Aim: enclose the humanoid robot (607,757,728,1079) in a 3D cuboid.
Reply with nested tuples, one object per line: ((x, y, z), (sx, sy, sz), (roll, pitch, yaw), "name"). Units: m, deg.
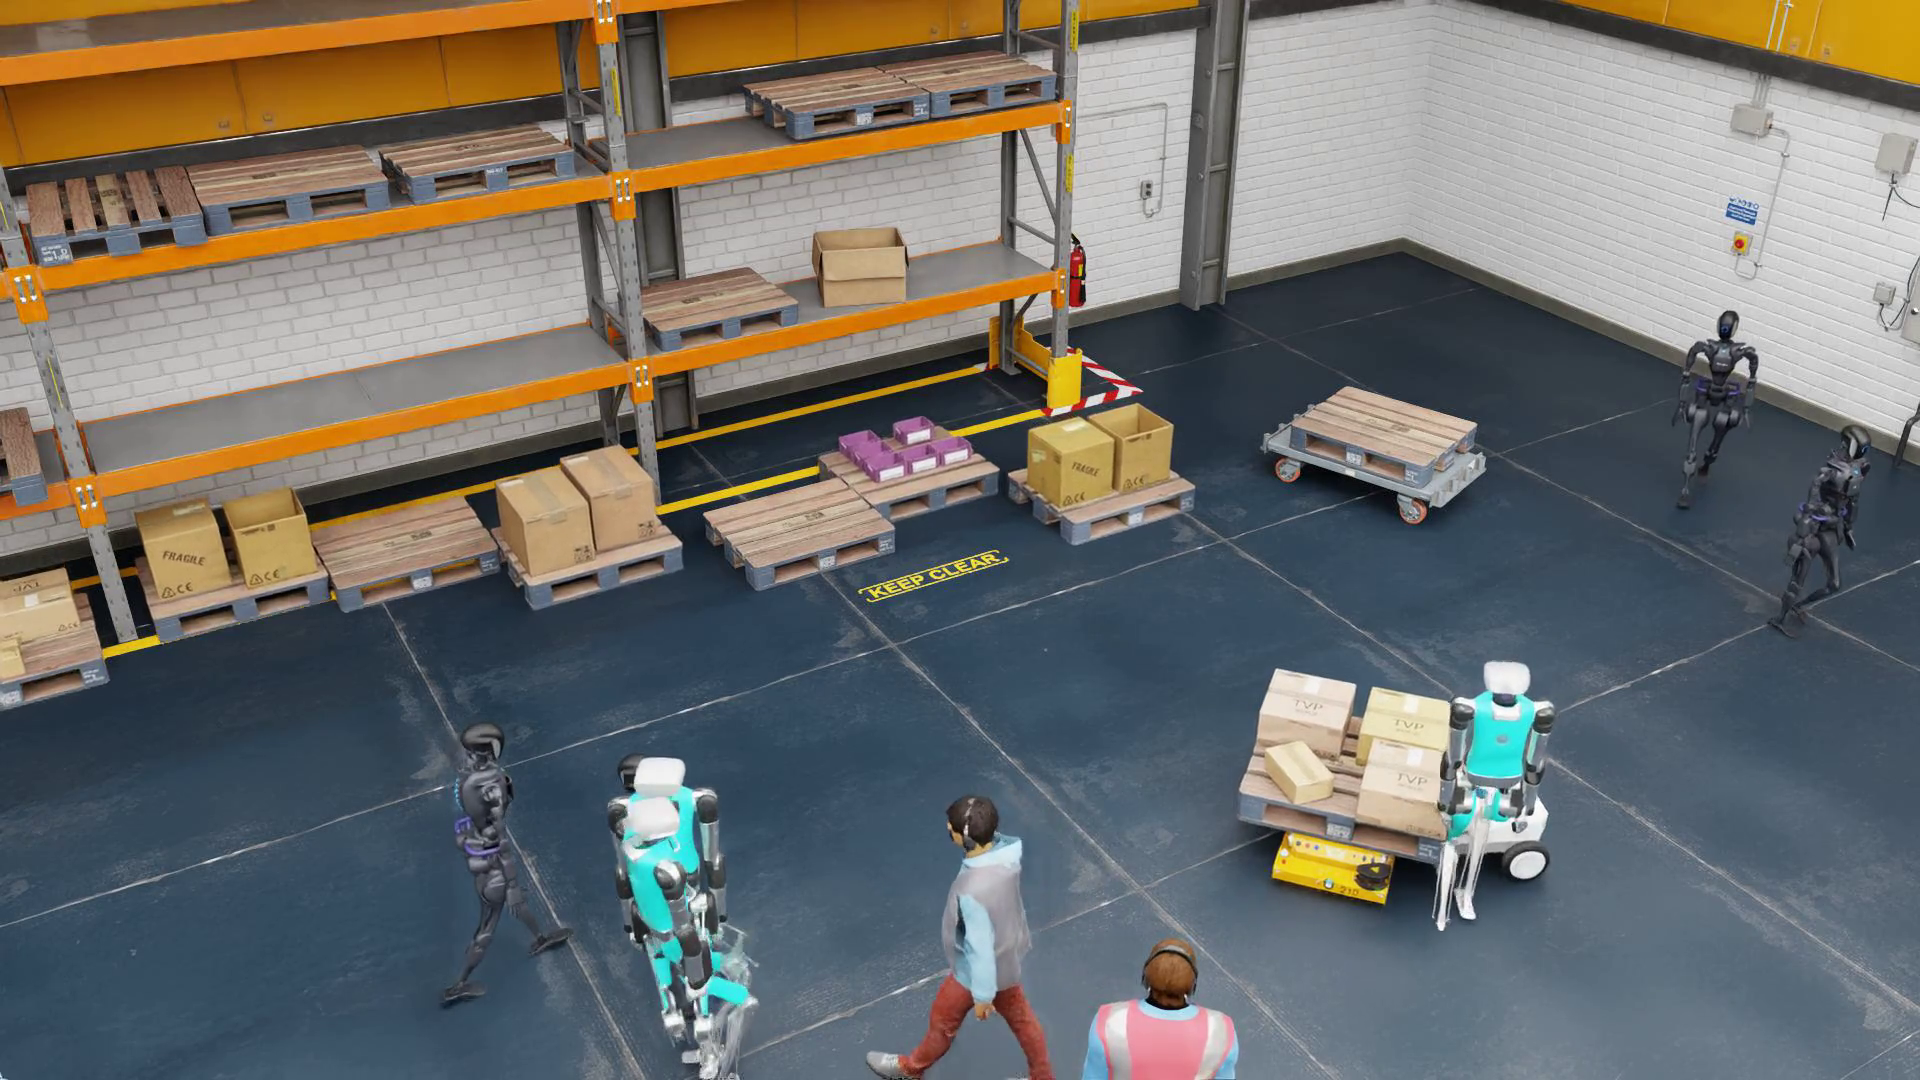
((-1.374, 1.971, 8.029), (0.536, 1.801, 0.784), (-4, 30, -7), "humanoid robot")

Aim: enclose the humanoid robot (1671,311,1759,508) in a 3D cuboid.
((6.155, -1.094, 13.539), (0.615, 1.632, 0.796), (13, 32, 21), "humanoid robot")

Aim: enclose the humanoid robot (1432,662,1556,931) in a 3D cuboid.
((2.843, 1.339, 9.094), (0.535, 1.777, 0.669), (3, 30, 6), "humanoid robot")

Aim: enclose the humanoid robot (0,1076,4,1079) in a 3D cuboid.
((-4.123, 2.433, 7.231), (1.013, 1.786, 0.532), (-9, 31, -16), "humanoid robot")

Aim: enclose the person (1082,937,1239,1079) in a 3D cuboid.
((0.833, 2.439, 7.074), (0.635, 1.829, 0.429), (1, 29, 2), "person")

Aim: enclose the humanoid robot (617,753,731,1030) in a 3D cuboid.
((-1.425, 1.767, 8.424), (0.485, 1.644, 0.610), (7, 30, 12), "humanoid robot")

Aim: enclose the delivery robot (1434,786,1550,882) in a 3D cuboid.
((3.066, 1.674, 9.737), (0.781, 0.610, 0.515), (-2, 30, -4), "delivery robot")

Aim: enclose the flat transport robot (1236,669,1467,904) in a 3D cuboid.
((2.361, 1.625, 10.099), (0.659, 0.231, 1.431), (10, 31, 18), "flat transport robot")

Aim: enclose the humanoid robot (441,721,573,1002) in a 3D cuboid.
((-2.465, 1.653, 8.667), (0.777, 1.630, 0.610), (-17, 34, -27), "humanoid robot")

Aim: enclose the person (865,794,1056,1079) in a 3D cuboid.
((0.051, 1.957, 7.924), (0.995, 1.819, 0.568), (9, 31, 16), "person")

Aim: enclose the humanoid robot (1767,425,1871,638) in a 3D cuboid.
((6.029, -0.058, 11.637), (0.609, 1.646, 0.346), (-14, 32, -23), "humanoid robot")

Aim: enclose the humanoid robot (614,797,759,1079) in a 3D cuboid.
((-1.236, 1.921, 8.058), (0.698, 1.765, 0.548), (-20, 35, -31), "humanoid robot")
